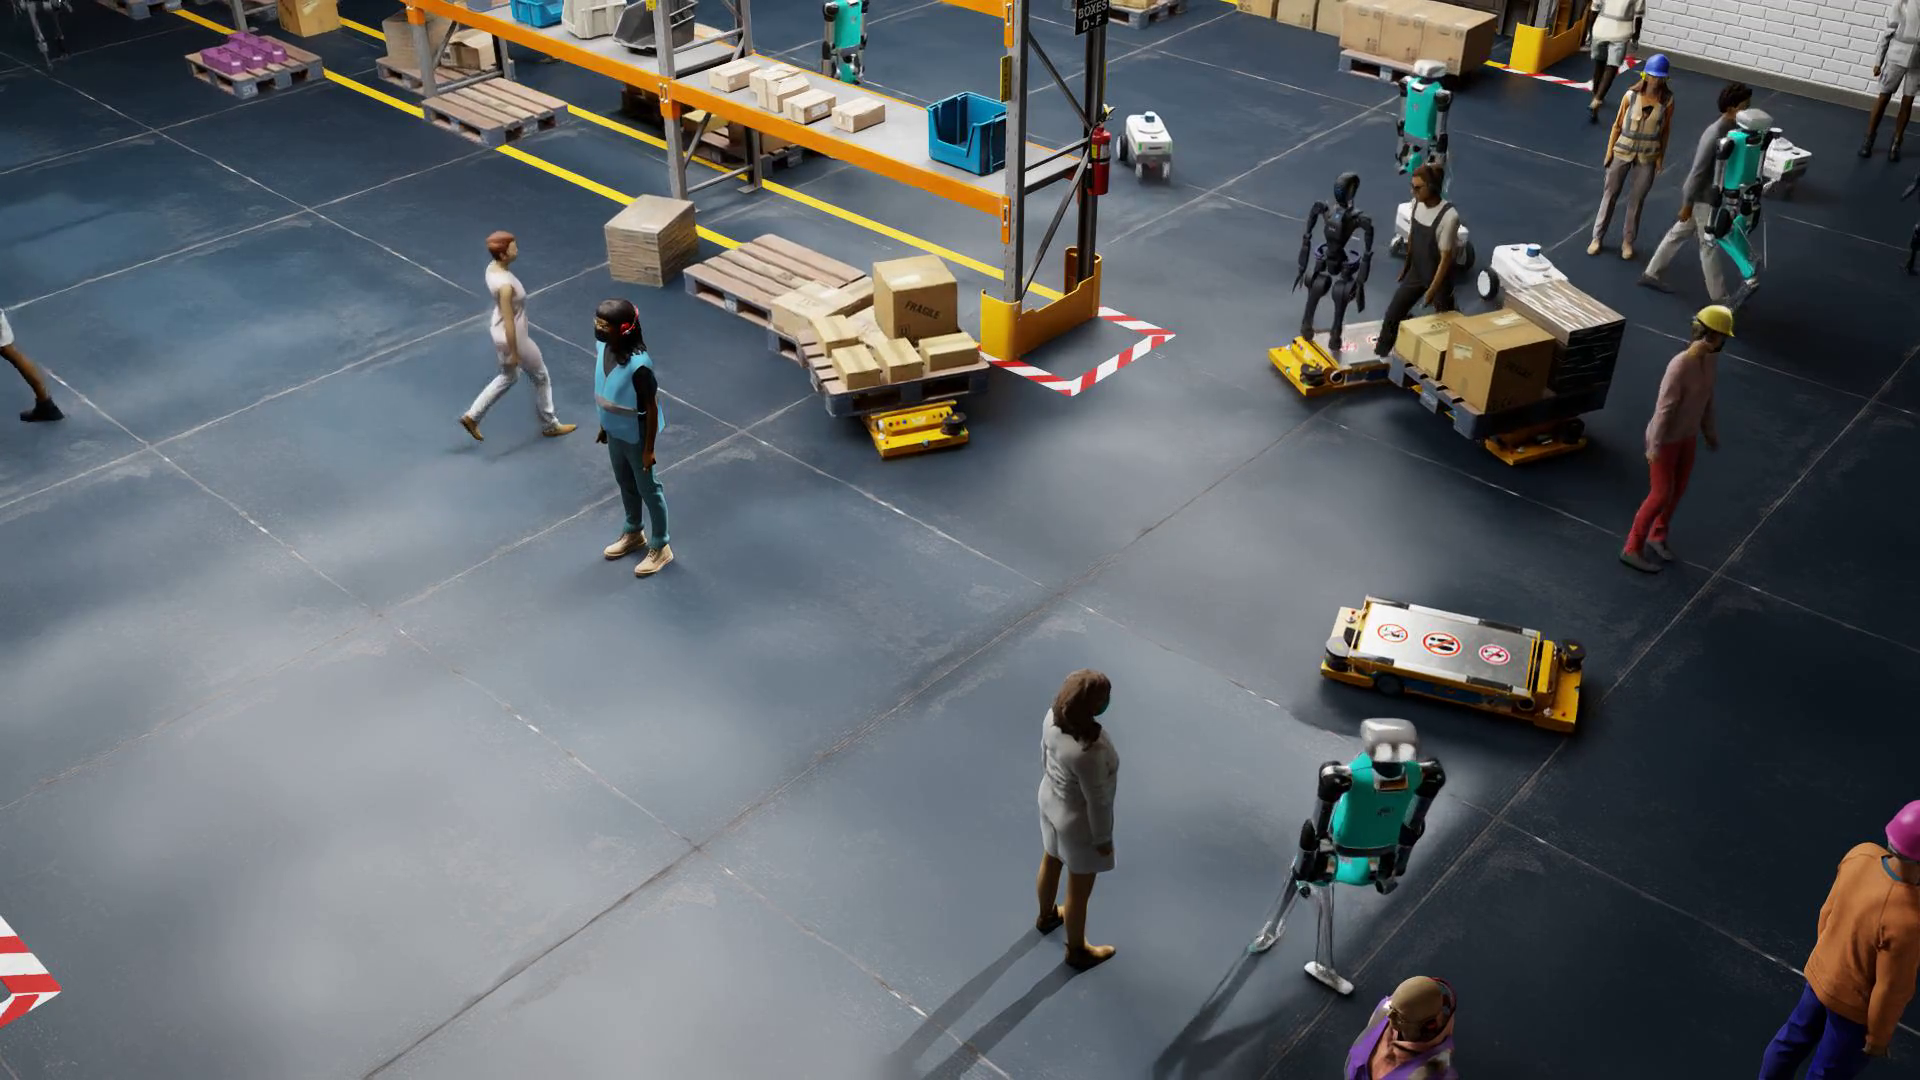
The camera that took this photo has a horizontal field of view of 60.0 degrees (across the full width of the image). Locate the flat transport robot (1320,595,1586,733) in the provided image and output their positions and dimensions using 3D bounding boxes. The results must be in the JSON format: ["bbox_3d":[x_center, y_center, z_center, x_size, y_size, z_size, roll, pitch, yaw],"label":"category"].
[{"bbox_3d":[2.900,0.711,9.781,1.431,0.231,0.659,12,36,17],"label":"flat transport robot"}]

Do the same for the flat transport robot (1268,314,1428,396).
[{"bbox_3d":[3.185,-1.434,12.887,1.431,0.231,0.659,-10,36,-14],"label":"flat transport robot"}]

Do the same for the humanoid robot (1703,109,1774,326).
[{"bbox_3d":[6.178,-2.381,13.055,0.535,1.880,0.754,-16,38,-22],"label":"humanoid robot"}]

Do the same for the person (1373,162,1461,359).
[{"bbox_3d":[3.412,-1.941,12.297,0.864,1.779,0.536,-17,38,-23],"label":"person"}]

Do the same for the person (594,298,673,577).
[{"bbox_3d":[-2.053,-0.648,10.345,0.520,1.866,0.392,27,43,33],"label":"person"}]

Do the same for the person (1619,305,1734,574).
[{"bbox_3d":[4.501,-0.614,10.428,0.617,1.711,0.417,-22,40,-28],"label":"person"}]

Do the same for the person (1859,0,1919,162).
[{"bbox_3d":[9.144,-4.625,16.059,0.547,1.924,0.385,13,37,19],"label":"person"}]

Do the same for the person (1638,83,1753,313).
[{"bbox_3d":[6.107,-2.772,13.435,0.949,1.851,0.533,23,41,30],"label":"person"}]

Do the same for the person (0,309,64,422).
[{"bbox_3d":[-7.068,-1.632,11.751,0.912,1.890,0.554,1,35,1],"label":"person"}]

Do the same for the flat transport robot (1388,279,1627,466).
[{"bbox_3d":[3.901,-1.022,12.290,0.659,0.231,1.431,-14,37,-19],"label":"flat transport robot"}]

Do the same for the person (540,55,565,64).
[{"bbox_3d":[-4.701,-6.208,18.533,0.581,1.718,0.571,15,37,21],"label":"person"}]

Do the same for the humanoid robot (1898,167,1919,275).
[{"bbox_3d":[8.214,-2.897,13.792,0.599,1.636,0.668,3,35,5],"label":"humanoid robot"}]

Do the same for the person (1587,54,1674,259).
[{"bbox_3d":[5.771,-3.276,14.224,0.478,1.781,0.300,11,36,15],"label":"person"}]

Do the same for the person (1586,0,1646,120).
[{"bbox_3d":[6.680,-5.170,17.063,0.538,1.674,0.763,22,40,28],"label":"person"}]

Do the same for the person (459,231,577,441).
[{"bbox_3d":[-3.190,-1.402,11.637,0.728,1.628,0.436,-18,39,-24],"label":"person"}]

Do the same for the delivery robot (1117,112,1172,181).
[{"bbox_3d":[1.823,-3.860,16.168,0.499,0.614,0.792,-3,35,-4],"label":"delivery robot"}]

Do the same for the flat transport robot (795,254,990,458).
[{"bbox_3d":[-0.476,-1.088,12.386,0.659,0.231,1.431,-11,36,-16],"label":"flat transport robot"}]

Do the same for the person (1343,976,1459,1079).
[{"bbox_3d":[1.628,2.243,6.305,0.350,1.694,0.478,-12,36,-17],"label":"person"}]

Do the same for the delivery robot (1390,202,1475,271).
[{"bbox_3d":[4.075,-2.627,14.372,0.519,0.604,0.775,-10,36,-15],"label":"delivery robot"}]

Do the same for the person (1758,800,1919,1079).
[{"bbox_3d":[3.598,1.804,6.690,0.373,1.985,0.507,-2,35,-3],"label":"person"}]

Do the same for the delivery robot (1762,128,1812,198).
[{"bbox_3d":[7.650,-3.619,15.818,0.507,0.613,0.785,-17,38,-23],"label":"delivery robot"}]

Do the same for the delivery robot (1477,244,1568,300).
[{"bbox_3d":[4.658,-2.139,13.648,0.499,0.583,0.759,-8,35,-11],"label":"delivery robot"}]

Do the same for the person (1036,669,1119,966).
[{"bbox_3d":[0.556,1.274,7.734,0.342,1.662,0.485,-16,38,-22],"label":"person"}]

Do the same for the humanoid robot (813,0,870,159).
[{"bbox_3d":[-1.243,-4.606,16.183,0.697,1.771,0.547,29,44,35],"label":"humanoid robot"}]

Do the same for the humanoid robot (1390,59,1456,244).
[{"bbox_3d":[4.049,-3.273,14.237,0.699,1.760,0.531,-21,40,-27],"label":"humanoid robot"}]

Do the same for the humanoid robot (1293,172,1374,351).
[{"bbox_3d":[2.807,-1.988,12.456,0.596,1.651,0.383,22,40,29],"label":"humanoid robot"}]

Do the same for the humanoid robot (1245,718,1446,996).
[{"bbox_3d":[1.703,1.343,7.572,0.597,1.776,0.872,-3,35,-5],"label":"humanoid robot"}]

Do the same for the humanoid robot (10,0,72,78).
[{"bbox_3d":[-10.148,-5.985,18.299,0.610,1.650,0.761,-12,36,-17],"label":"humanoid robot"}]
